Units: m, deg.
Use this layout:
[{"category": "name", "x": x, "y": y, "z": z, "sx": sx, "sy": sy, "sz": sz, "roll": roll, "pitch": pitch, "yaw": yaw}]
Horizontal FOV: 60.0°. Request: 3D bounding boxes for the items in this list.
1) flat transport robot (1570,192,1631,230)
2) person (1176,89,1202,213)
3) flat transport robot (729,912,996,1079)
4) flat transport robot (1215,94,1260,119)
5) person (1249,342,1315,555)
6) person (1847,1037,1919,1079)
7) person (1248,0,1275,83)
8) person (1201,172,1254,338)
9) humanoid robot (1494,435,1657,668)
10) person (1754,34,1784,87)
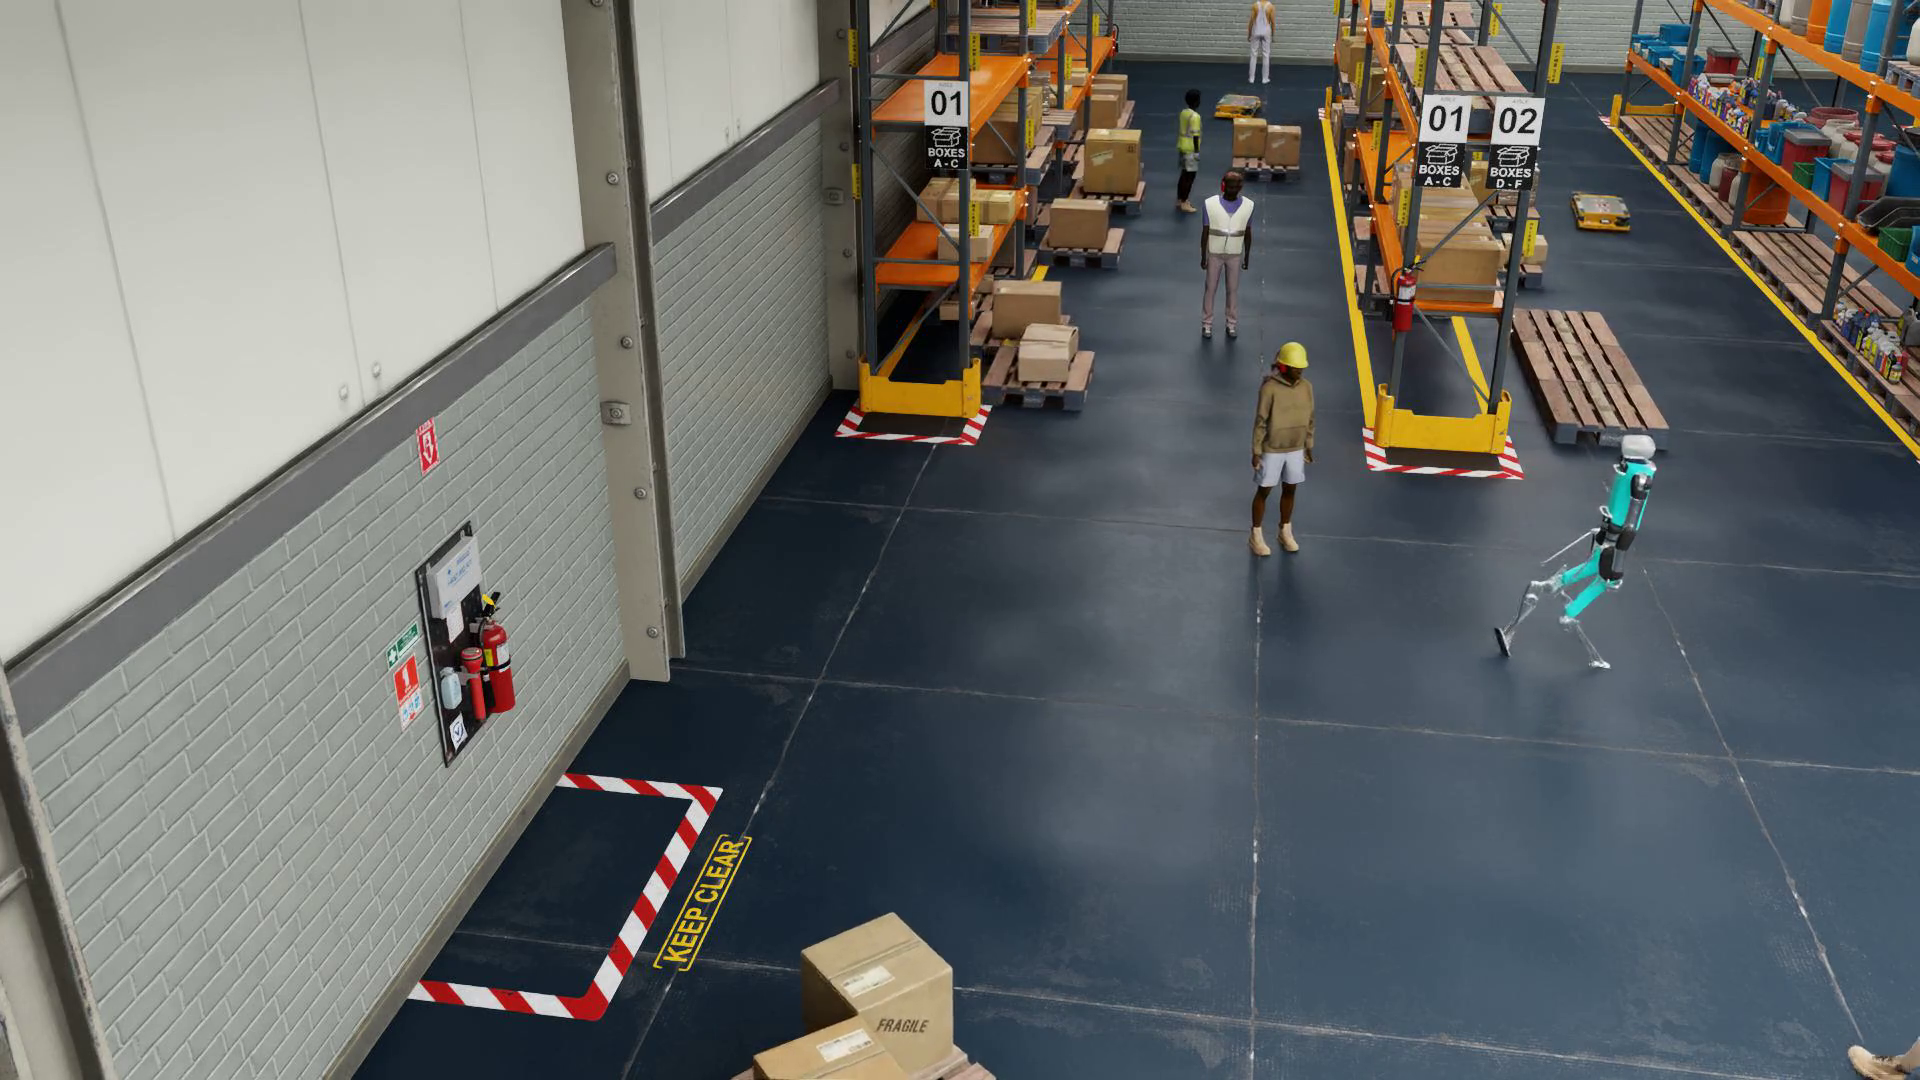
[{"category": "flat transport robot", "x": 8.899, "y": -4.564, "z": 23.127, "sx": 0.659, "sy": 0.231, "sz": 1.431, "roll": 6, "pitch": 26, "yaw": 13}, {"category": "person", "x": 3.217, "y": -5.485, "z": 23.421, "sx": 0.353, "sy": 1.682, "sz": 0.605, "roll": -8, "pitch": 26, "yaw": -16}, {"category": "flat transport robot", "x": -0.444, "y": 2.786, "z": 7.395, "sx": 0.659, "sy": 0.231, "sz": 1.431, "roll": -19, "pitch": 31, "yaw": -35}, {"category": "flat transport robot", "x": 5.047, "y": -7.871, "z": 30.204, "sx": 0.659, "sy": 0.231, "sz": 1.431, "roll": 7, "pitch": 26, "yaw": 14}, {"category": "person", "x": 2.547, "y": -0.739, "z": 13.183, "sx": 0.545, "sy": 1.756, "sz": 0.413, "roll": -7, "pitch": 26, "yaw": -15}, {"category": "person", "x": 4.696, "y": 1.956, "z": 7.485, "sx": 0.491, "sy": 1.690, "sz": 0.944, "roll": -19, "pitch": 31, "yaw": -35}, {"category": "person", "x": 5.965, "y": -10.011, "z": 32.900, "sx": 0.530, "sy": 1.860, "sz": 0.386, "roll": 6, "pitch": 26, "yaw": 13}, {"category": "person", "x": 2.900, "y": -3.123, "z": 18.192, "sx": 0.559, "sy": 1.839, "sz": 0.388, "roll": -1, "pitch": 25, "yaw": -3}, {"category": "humanoid robot", "x": 4.174, "y": 0.097, "z": 11.446, "sx": 0.957, "sy": 1.761, "sz": 0.543, "roll": 4, "pitch": 25, "yaw": 9}, {"category": "person", "x": 15.857, "y": -9.768, "z": 32.495, "sx": 0.326, "sy": 1.766, "sz": 0.531, "roll": -18, "pitch": 31, "yaw": -34}]
